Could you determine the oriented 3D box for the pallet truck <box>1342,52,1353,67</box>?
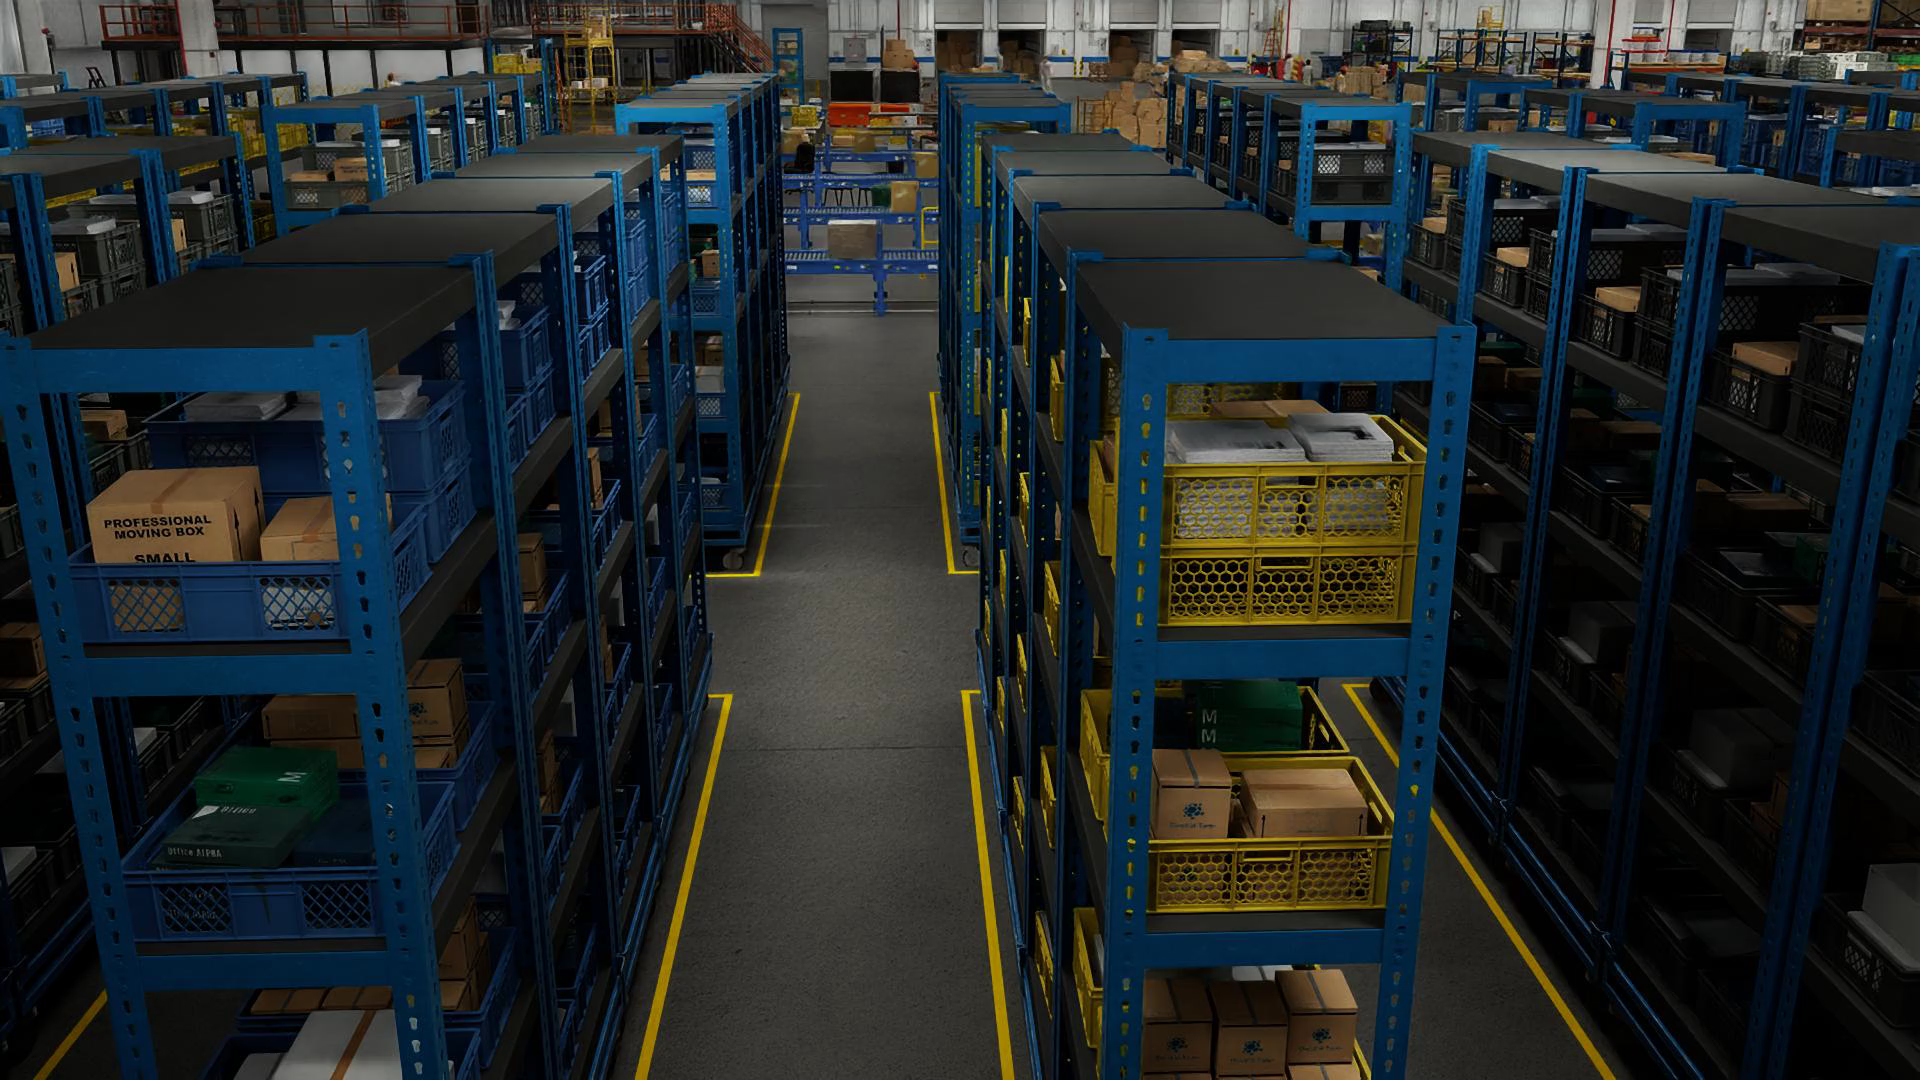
[{"bbox_3d":[18.794,-23.123,82.231,0.823,1.965,1.885,-13,22,-35],"label":"pallet truck"}]

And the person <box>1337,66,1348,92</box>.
[{"bbox_3d":[15.054,-17.700,65.569,0.384,1.929,0.539,6,19,17],"label":"person"}]

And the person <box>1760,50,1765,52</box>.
[{"bbox_3d":[41.789,-24.606,86.933,0.542,1.928,0.378,-9,20,-26],"label":"person"}]

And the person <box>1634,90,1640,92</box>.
[{"bbox_3d":[21.346,-13.392,52.637,0.558,1.671,0.614,-3,18,-9],"label":"person"}]

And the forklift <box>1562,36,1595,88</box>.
[{"bbox_3d":[29.222,-22.050,77.496,1.873,2.768,1.129,-5,19,-16],"label":"forklift"}]

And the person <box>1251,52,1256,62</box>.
[{"bbox_3d":[15.936,-25.629,90.392,0.324,1.743,0.490,7,19,20],"label":"person"}]

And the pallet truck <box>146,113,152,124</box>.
[{"bbox_3d":[-18.087,-8.309,36.390,1.885,1.965,0.823,-1,18,-4],"label":"pallet truck"}]

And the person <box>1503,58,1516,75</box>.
[{"bbox_3d":[24.990,-20.936,75.677,0.372,1.874,0.683,-15,23,-39],"label":"person"}]

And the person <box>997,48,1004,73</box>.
[{"bbox_3d":[2.156,-26.097,91.562,0.796,1.922,0.617,8,20,24],"label":"person"}]

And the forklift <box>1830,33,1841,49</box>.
[{"bbox_3d":[43.715,-23.952,83.383,1.873,2.768,1.129,5,19,16],"label":"forklift"}]

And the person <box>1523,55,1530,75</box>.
[{"bbox_3d":[26.994,-22.249,79.660,0.731,1.919,0.634,15,23,39],"label":"person"}]

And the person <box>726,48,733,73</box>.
[{"bbox_3d":[-12.774,-26.326,92.281,0.572,1.906,0.622,-3,18,-10],"label":"person"}]

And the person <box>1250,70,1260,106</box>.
[{"bbox_3d":[10.556,-15.767,59.470,0.375,1.997,0.611,-12,21,-32],"label":"person"}]

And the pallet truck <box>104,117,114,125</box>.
[{"bbox_3d":[-18.367,-7.885,35.078,1.885,1.965,0.823,1,18,2],"label":"pallet truck"}]

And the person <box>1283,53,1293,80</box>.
[{"bbox_3d":[16.841,-24.054,85.379,0.441,1.828,0.650,11,21,30],"label":"person"}]

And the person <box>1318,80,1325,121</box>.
[{"bbox_3d":[12.456,-15.132,57.971,0.575,1.721,0.336,1,18,2],"label":"person"}]

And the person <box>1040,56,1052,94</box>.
[{"bbox_3d":[4.130,-22.248,79.727,0.642,1.885,1.006,11,21,31],"label":"person"}]

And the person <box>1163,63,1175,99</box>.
[{"bbox_3d":[8.297,-17.721,65.446,0.688,2.000,0.536,-3,18,-8],"label":"person"}]

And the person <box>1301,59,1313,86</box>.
[{"bbox_3d":[15.681,-20.768,75.173,0.503,1.861,0.328,5,19,15],"label":"person"}]

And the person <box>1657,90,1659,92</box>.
[{"bbox_3d":[34.561,-22.668,81.124,0.939,1.803,0.544,-1,18,-5],"label":"person"}]

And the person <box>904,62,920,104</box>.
[{"bbox_3d":[-1.977,-19.307,70.587,0.903,1.907,0.549,-12,22,-33],"label":"person"}]

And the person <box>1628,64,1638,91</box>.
[{"bbox_3d":[29.651,-20.246,73.507,0.597,1.895,0.802,0,18,-1],"label":"person"}]

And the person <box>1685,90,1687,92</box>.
[{"bbox_3d":[25.282,-15.335,58.181,0.608,1.966,0.374,1,18,5],"label":"person"}]

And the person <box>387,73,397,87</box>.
[{"bbox_3d":[-20.541,-16.046,60.546,0.763,1.866,0.576,-1,18,-4],"label":"person"}]

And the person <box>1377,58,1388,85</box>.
[{"bbox_3d":[20.767,-22.814,81.772,0.534,1.692,0.322,-1,18,-2],"label":"person"}]

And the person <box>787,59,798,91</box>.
[{"bbox_3d":[-8.543,-23.803,84.632,0.807,1.814,0.639,12,22,34],"label":"person"}]

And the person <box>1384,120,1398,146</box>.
[{"bbox_3d":[11.383,-10.558,43.763,0.525,1.737,0.786,1,18,4],"label":"person"}]

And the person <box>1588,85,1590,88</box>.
[{"bbox_3d":[20.440,-13.866,53.896,0.851,1.793,0.604,10,20,28],"label":"person"}]
